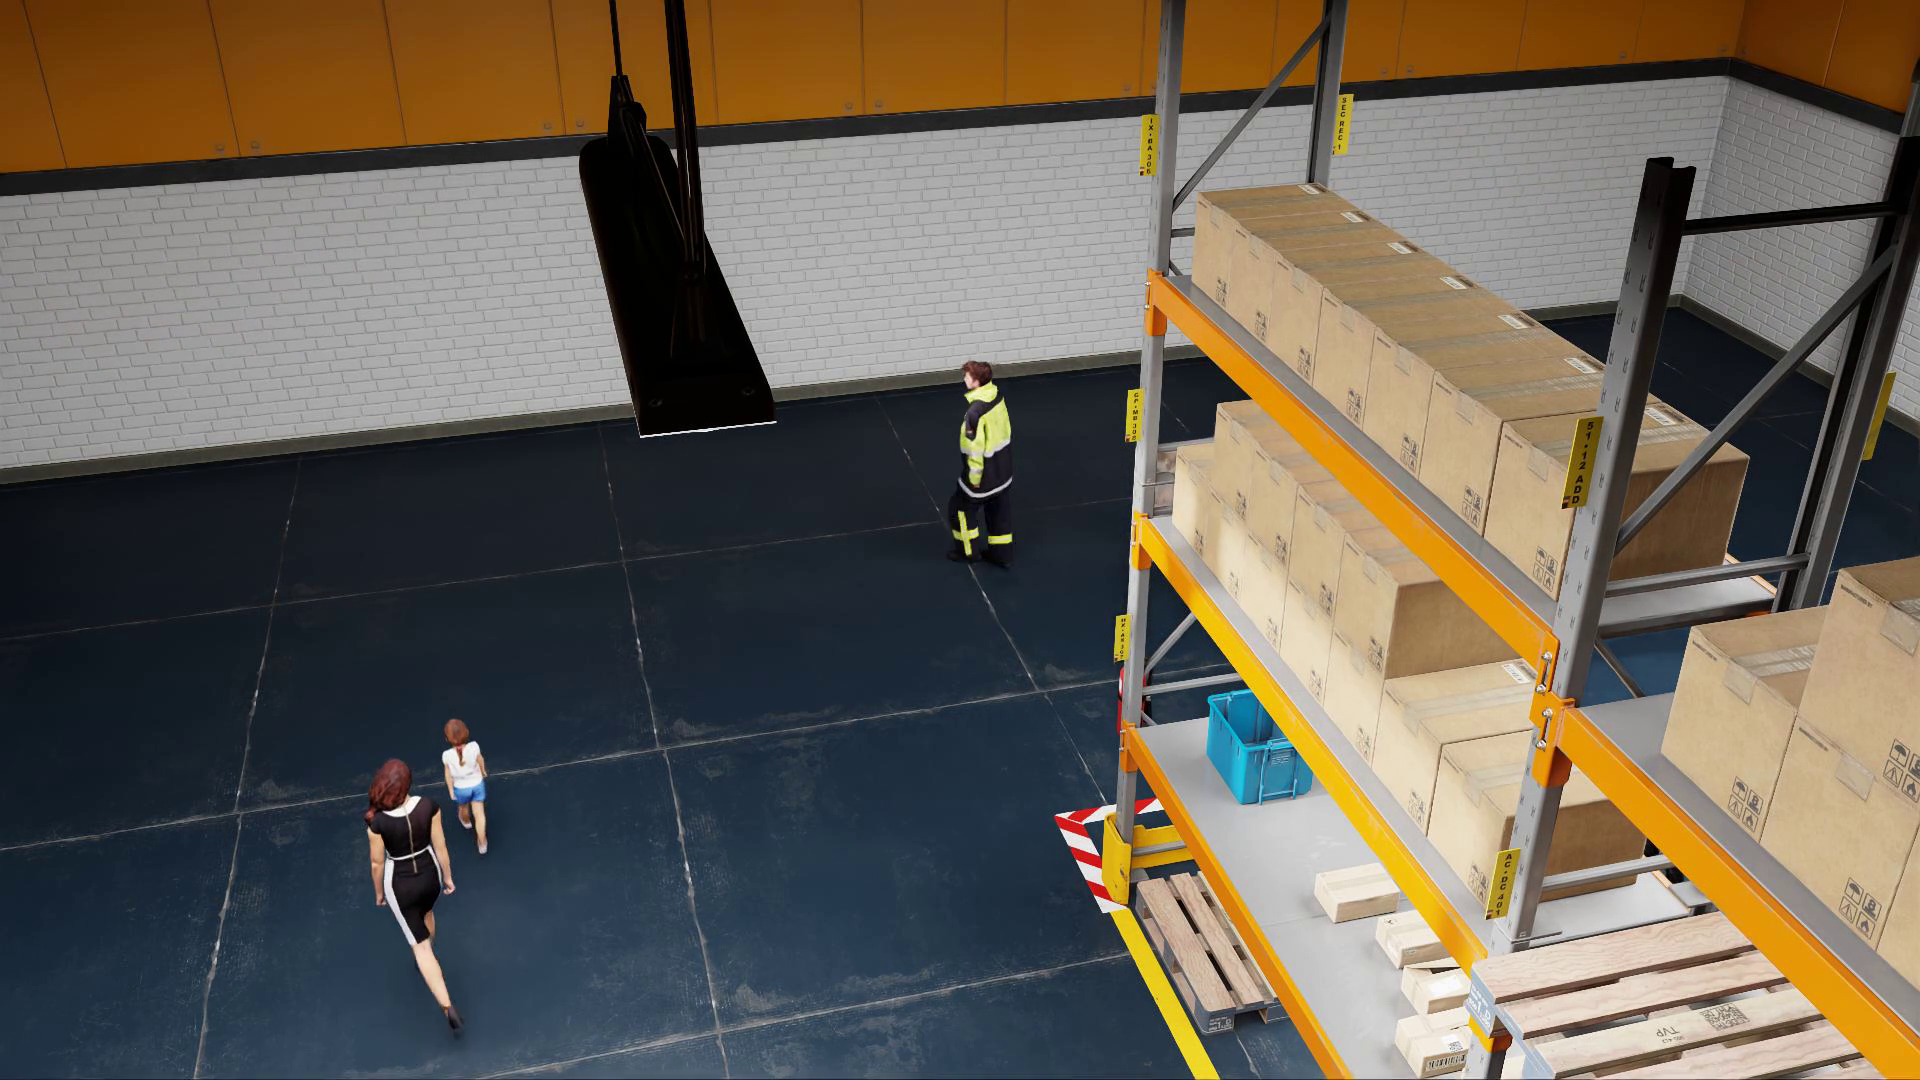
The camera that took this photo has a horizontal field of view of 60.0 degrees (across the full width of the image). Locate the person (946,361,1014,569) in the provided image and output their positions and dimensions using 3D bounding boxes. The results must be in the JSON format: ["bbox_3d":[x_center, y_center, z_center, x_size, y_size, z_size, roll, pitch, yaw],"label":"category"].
[{"bbox_3d":[0.301,-0.627,14.525,1.032,1.956,0.974,17,33,29],"label":"person"}]

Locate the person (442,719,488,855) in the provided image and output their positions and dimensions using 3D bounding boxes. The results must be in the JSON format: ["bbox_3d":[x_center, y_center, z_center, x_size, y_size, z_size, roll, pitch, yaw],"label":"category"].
[{"bbox_3d":[-3.335,1.678,11.299,0.501,0.998,0.741,-13,31,-22],"label":"person"}]

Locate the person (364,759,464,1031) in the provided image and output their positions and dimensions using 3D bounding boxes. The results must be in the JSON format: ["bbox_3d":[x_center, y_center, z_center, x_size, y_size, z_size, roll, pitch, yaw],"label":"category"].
[{"bbox_3d":[-3.167,2.100,9.733,0.843,1.758,1.165,-19,34,-30],"label":"person"}]
